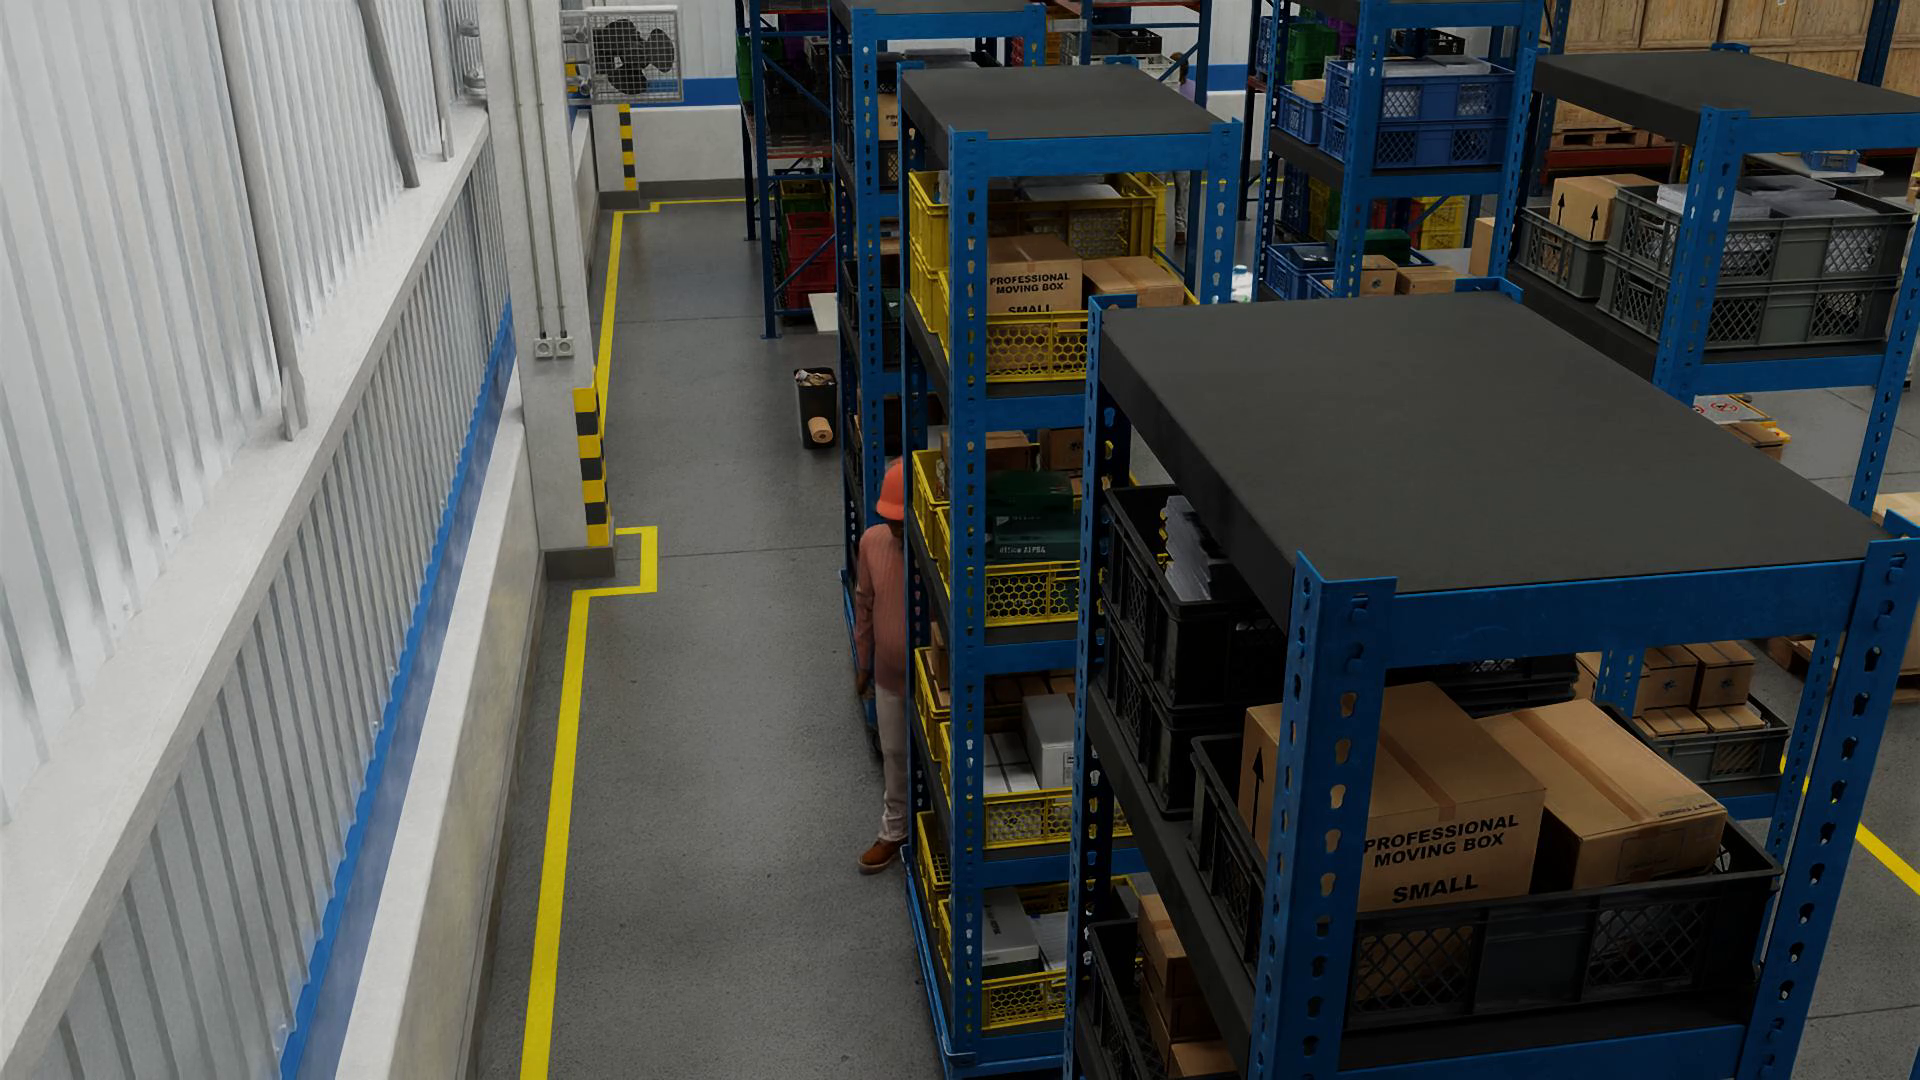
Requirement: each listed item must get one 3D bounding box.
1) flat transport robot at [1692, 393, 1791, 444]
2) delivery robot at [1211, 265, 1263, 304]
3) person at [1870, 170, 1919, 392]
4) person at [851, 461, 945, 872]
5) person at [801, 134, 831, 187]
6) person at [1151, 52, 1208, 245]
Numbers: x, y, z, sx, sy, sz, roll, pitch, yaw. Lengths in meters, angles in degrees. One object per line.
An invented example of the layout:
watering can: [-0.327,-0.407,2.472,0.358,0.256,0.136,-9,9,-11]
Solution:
flat transport robot: [5.224,-0.859,12.132,1.431,0.197,0.652,-4,25,-8]
delivery robot: [2.429,-2.147,14.488,0.477,0.478,0.707,10,26,21]
person: [7.405,-2.064,12.896,0.404,1.829,0.600,10,26,20]
person: [-0.199,0.584,6.962,0.639,1.986,0.417,15,29,29]
person: [-1.579,-4.570,18.286,0.576,1.883,0.355,22,33,40]
person: [2.174,-3.984,16.952,0.627,1.934,0.370,6,25,13]
